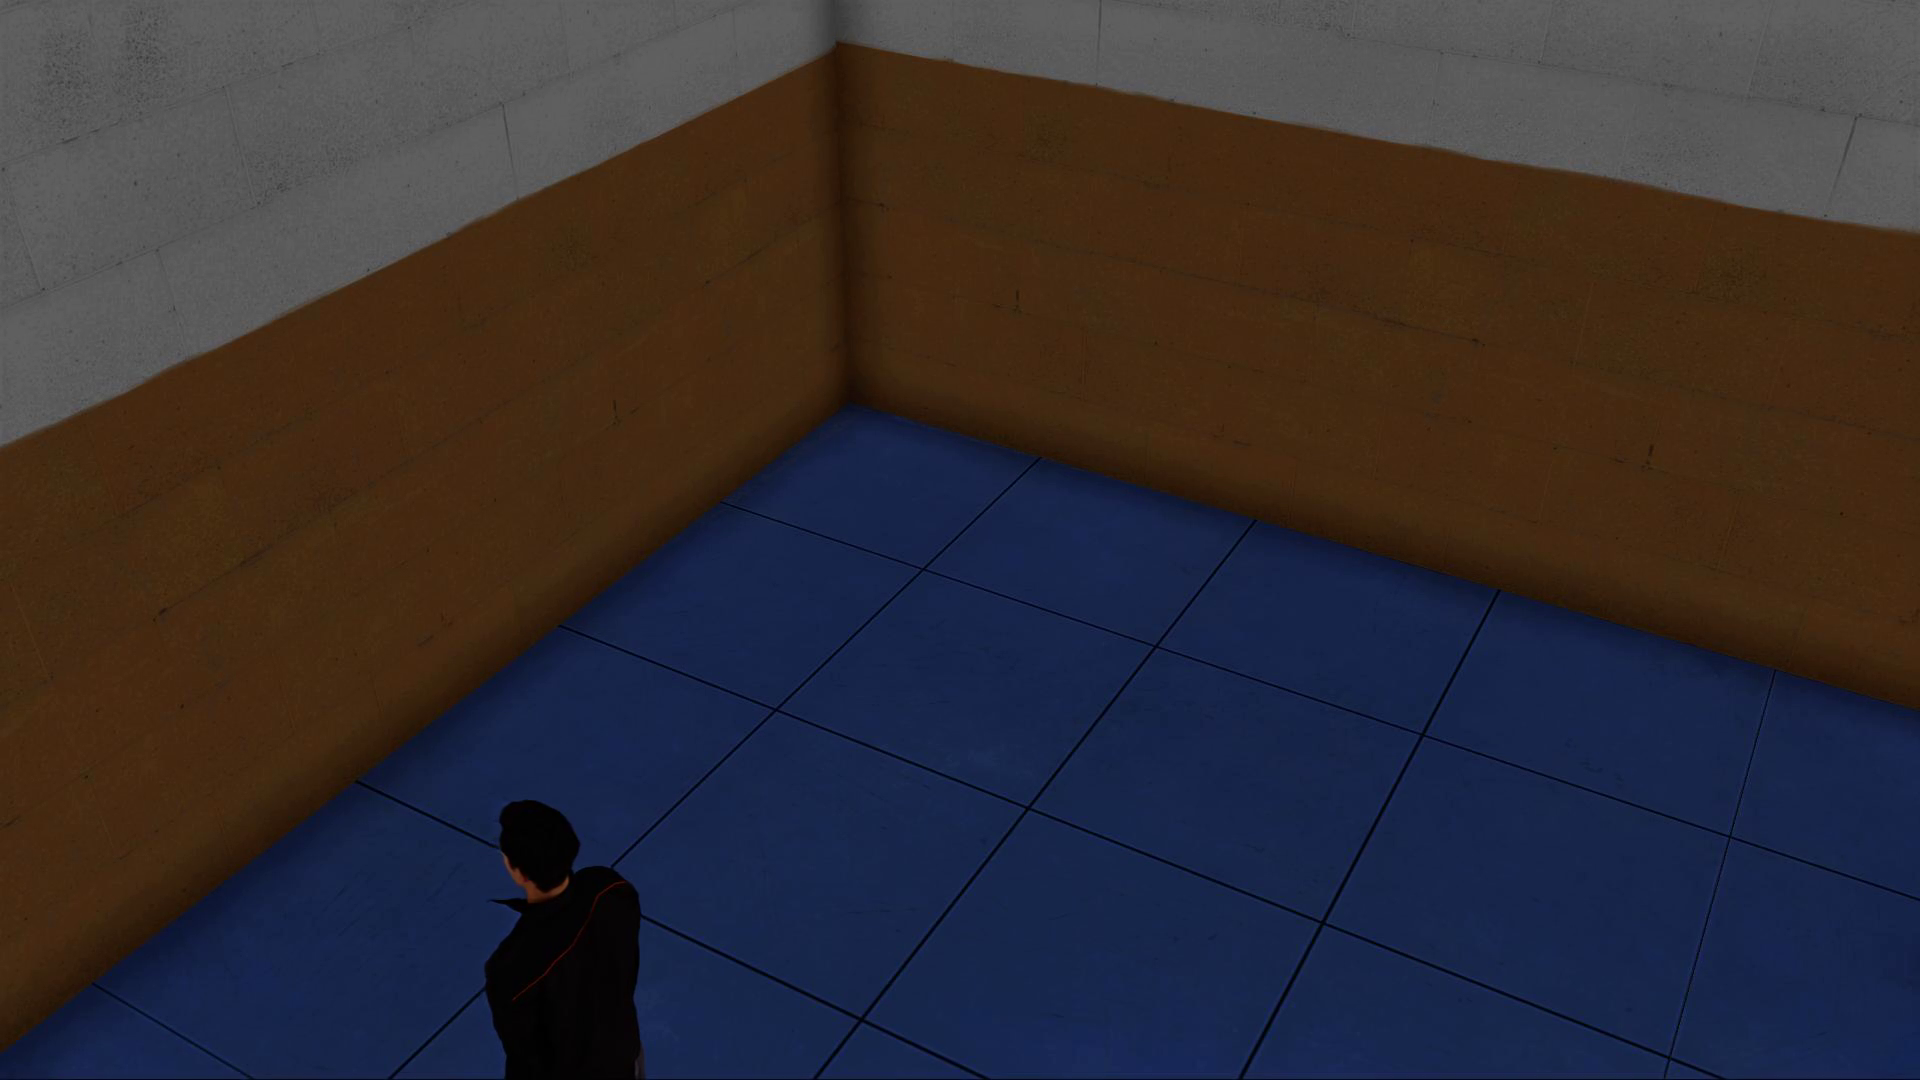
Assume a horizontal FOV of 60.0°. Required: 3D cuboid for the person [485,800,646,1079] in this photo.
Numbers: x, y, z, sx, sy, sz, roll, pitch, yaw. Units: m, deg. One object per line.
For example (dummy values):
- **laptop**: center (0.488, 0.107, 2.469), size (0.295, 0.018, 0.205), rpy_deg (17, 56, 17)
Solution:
- **person**: center (-1.117, 1.521, 4.912), size (0.761, 1.946, 0.528), rpy_deg (16, 37, 22)
